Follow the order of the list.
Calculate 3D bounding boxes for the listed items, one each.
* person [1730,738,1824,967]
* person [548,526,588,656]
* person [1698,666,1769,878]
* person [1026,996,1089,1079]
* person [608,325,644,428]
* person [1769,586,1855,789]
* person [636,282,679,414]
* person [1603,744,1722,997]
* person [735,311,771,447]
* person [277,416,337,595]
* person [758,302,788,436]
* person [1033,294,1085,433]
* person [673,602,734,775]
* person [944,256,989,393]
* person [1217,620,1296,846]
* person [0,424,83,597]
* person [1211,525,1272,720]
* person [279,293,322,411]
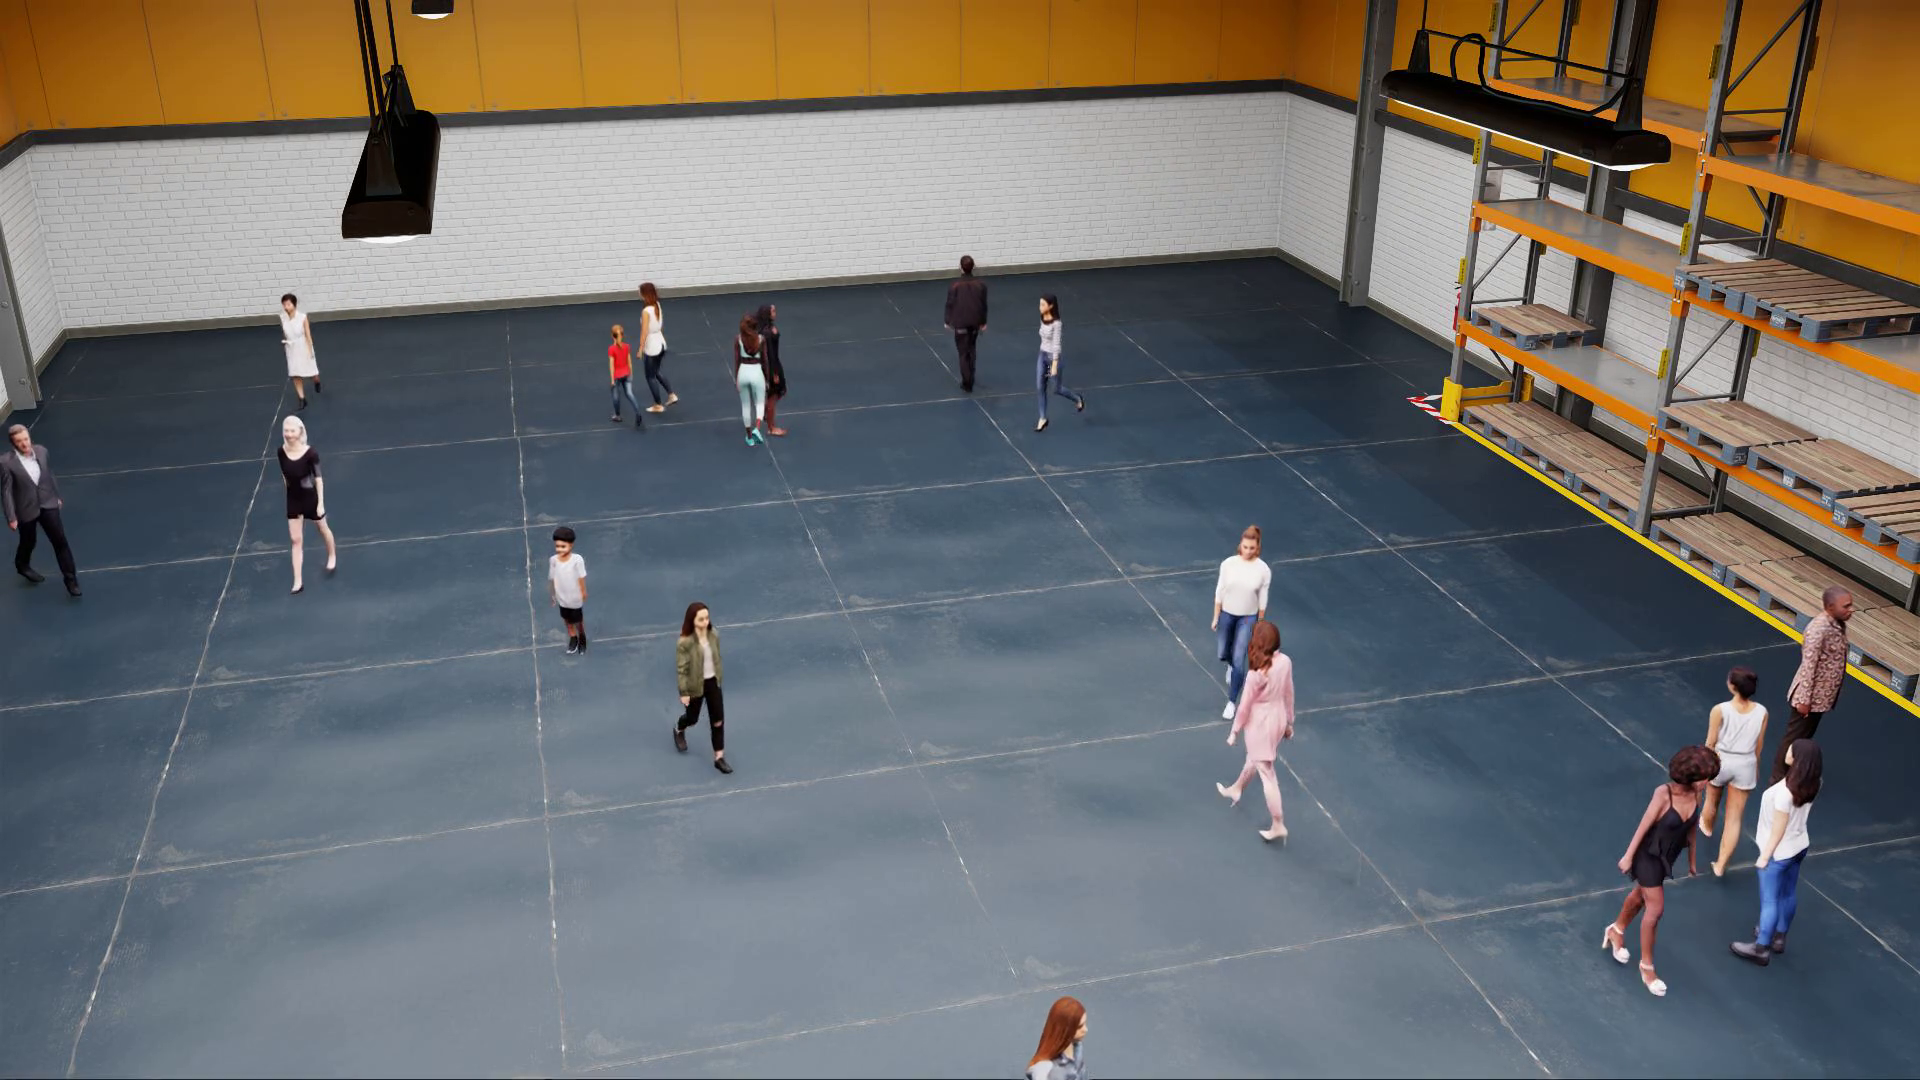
[{"bbox_3d":[5.520,2.091,11.149,0.670,1.684,0.641,-16,28,-32],"label":"person"},{"bbox_3d":[-3.620,0.443,15.459,0.547,1.251,0.566,3,24,7],"label":"person"},{"bbox_3d":[5.639,1.712,12.140,0.916,1.585,1.137,5,24,12],"label":"person"},{"bbox_3d":[0.408,3.112,8.835,1.067,1.667,1.056,10,26,22],"label":"person"},{"bbox_3d":[-4.272,-2.058,21.143,0.720,1.282,0.928,-19,30,-37],"label":"person"},{"bbox_3d":[6.702,1.183,13.073,0.782,1.808,0.787,21,31,39],"label":"person"},{"bbox_3d":[-3.898,-2.450,21.439,0.847,1.762,0.770,9,25,20],"label":"person"},{"bbox_3d":[4.575,2.085,11.080,0.719,1.750,0.891,-9,25,-21],"label":"person"},{"bbox_3d":[-2.539,-1.922,20.299,0.674,1.708,0.894,-4,24,-8],"label":"person"},{"bbox_3d":[-6.538,-0.397,16.724,0.797,1.777,1.236,0,24,0],"label":"person"},{"bbox_3d":[-2.443,-2.126,20.758,0.774,1.714,0.665,1,24,3],"label":"person"},{"bbox_3d":[1.213,-2.215,20.895,0.851,1.768,1.000,-14,27,-29],"label":"person"},{"bbox_3d":[-2.149,1.169,13.542,0.825,1.457,1.043,-17,29,-34],"label":"person"},{"bbox_3d":[0.121,-2.879,22.352,0.814,1.817,0.971,-11,26,-23],"label":"person"},{"bbox_3d":[2.349,1.479,12.446,0.929,1.766,1.149,-18,29,-35],"label":"person"},{"bbox_3d":[-9.237,-0.313,16.538,1.361,1.774,1.245,13,27,27],"label":"person"},{"bbox_3d":[2.427,0.657,14.402,0.969,1.706,1.074,11,26,24],"label":"person"},{"bbox_3d":[-8.641,-2.494,21.816,0.691,1.541,0.856,0,24,1],"label":"person"}]
